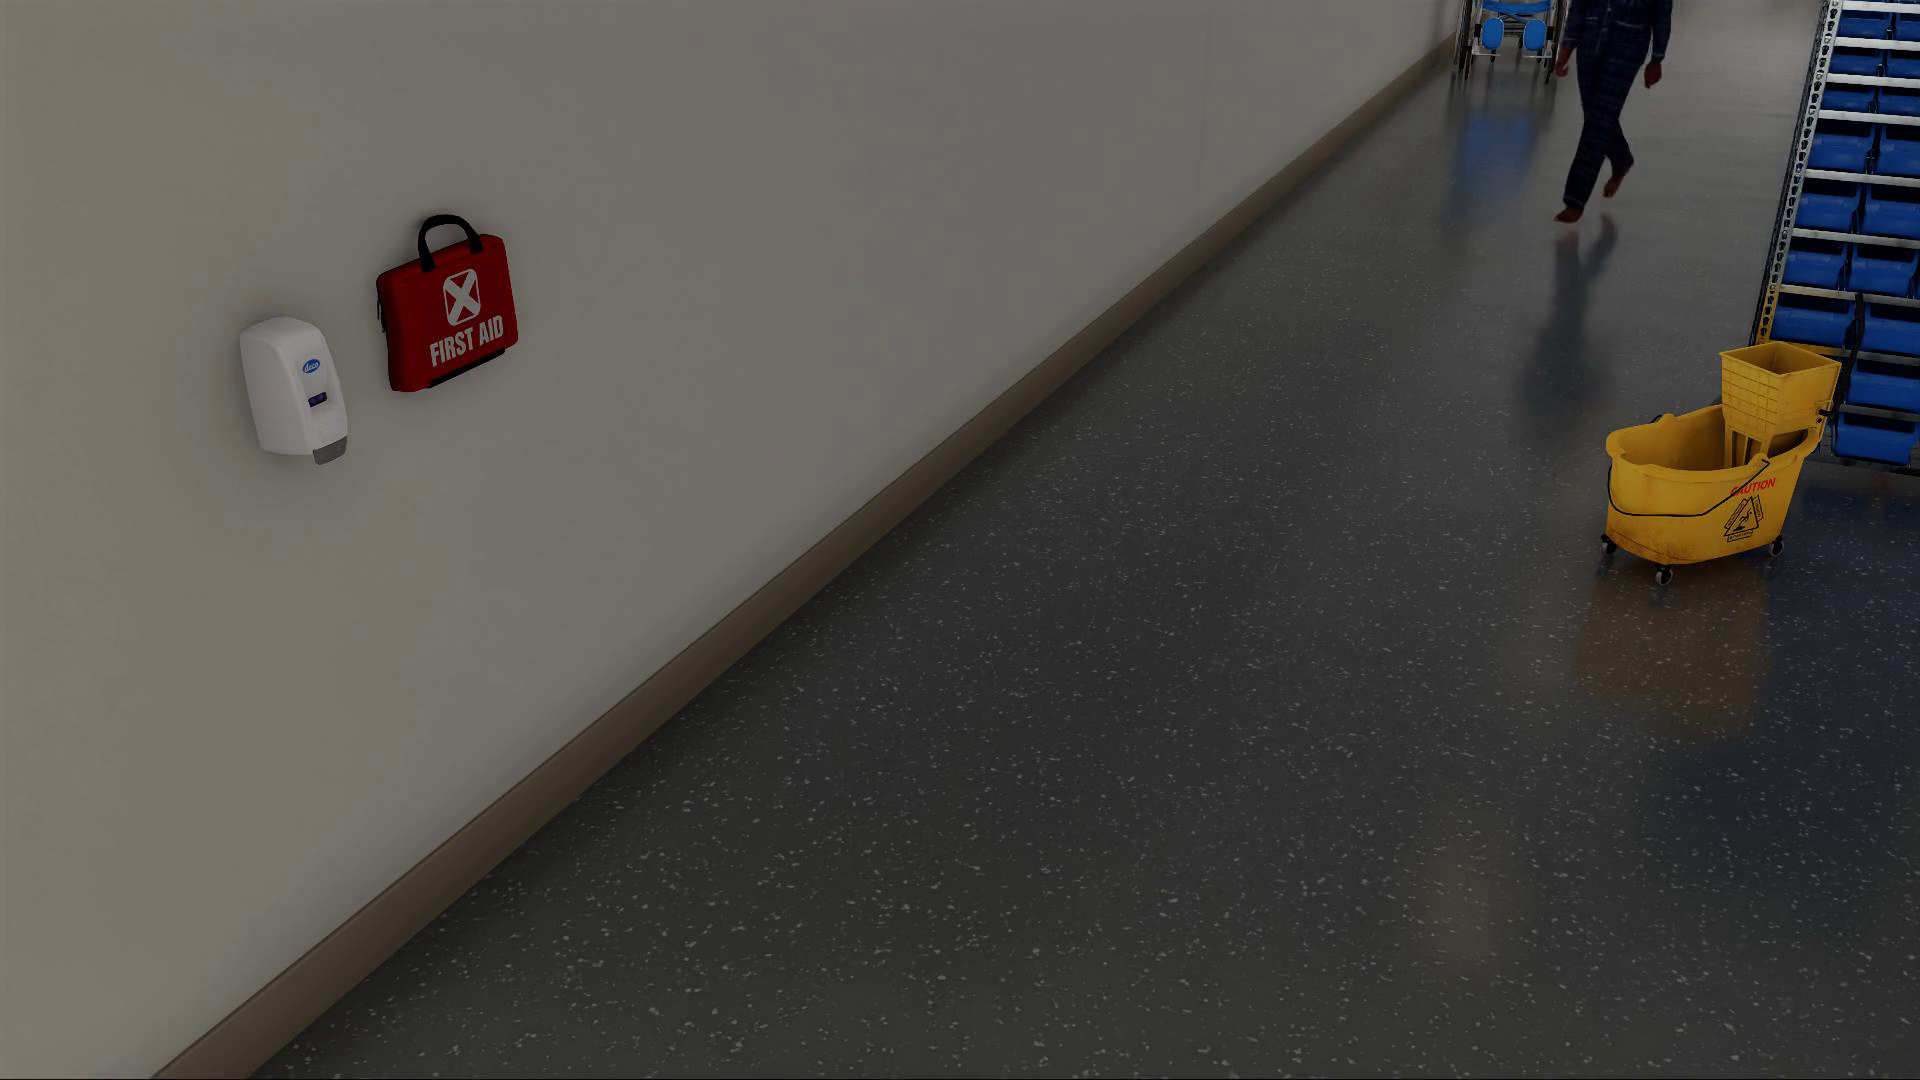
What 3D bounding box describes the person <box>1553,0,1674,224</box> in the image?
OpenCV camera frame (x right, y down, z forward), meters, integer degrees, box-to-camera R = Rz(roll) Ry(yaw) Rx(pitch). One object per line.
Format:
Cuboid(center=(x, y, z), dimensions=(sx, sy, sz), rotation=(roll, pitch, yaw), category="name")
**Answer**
Cuboid(center=(3.632, -2.673, 9.158), dimensions=(0.994, 1.776, 1.204), rotation=(-23, 34, -39), category="person")
